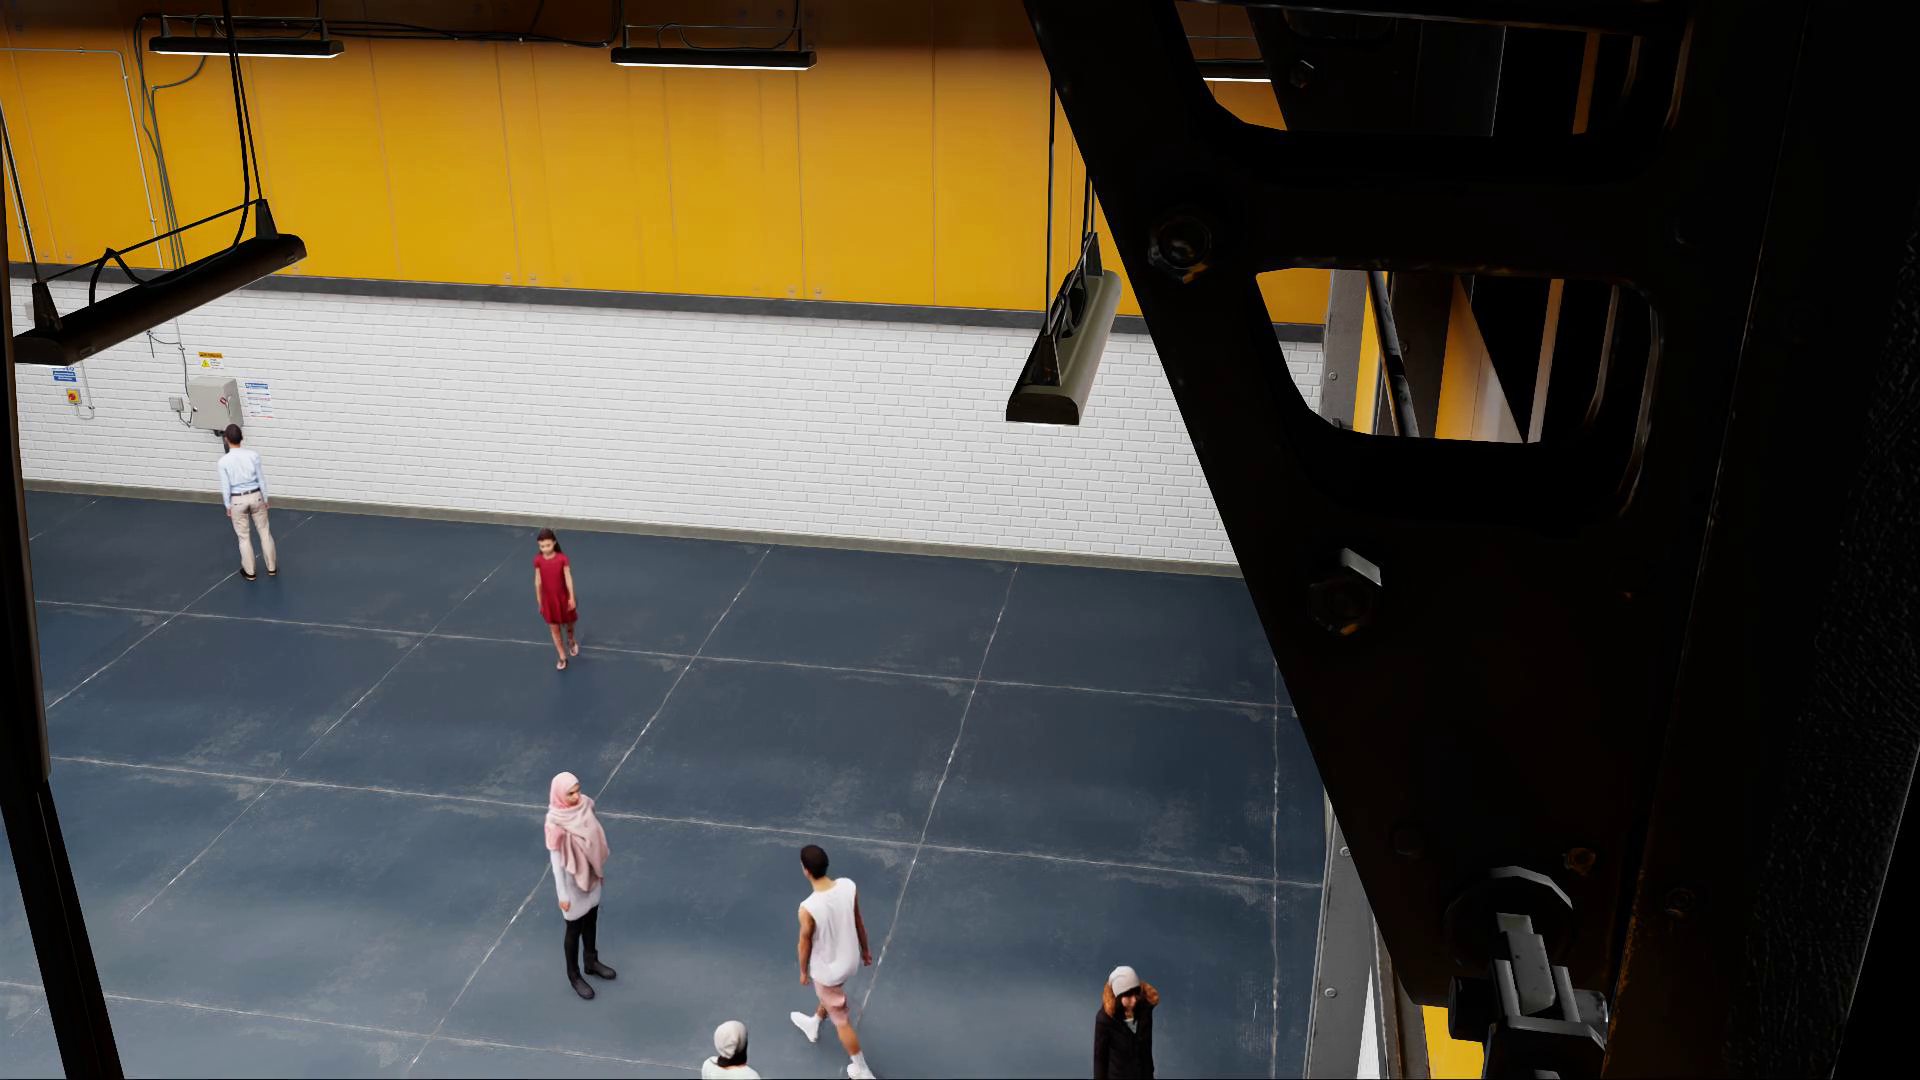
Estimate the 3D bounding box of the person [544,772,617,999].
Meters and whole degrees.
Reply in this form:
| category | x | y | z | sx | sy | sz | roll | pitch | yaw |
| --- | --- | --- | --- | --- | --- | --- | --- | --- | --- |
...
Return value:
| category | x | y | z | sx | sy | sz | roll | pitch | yaw |
| --- | --- | --- | --- | --- | --- | --- | --- | --- | --- |
| person | -2.812 | 2.509 | 12.232 | 0.764 | 1.804 | 0.640 | 12 | 26 | 25 |

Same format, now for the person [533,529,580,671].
| category | x | y | z | sx | sy | sz | roll | pitch | yaw |
| --- | --- | --- | --- | --- | --- | --- | --- | --- | --- |
| person | -4.120 | 0.552 | 17.040 | 0.659 | 1.539 | 0.790 | -3 | 24 | -6 |

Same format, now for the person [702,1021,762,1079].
| category | x | y | z | sx | sy | sz | roll | pitch | yaw |
| --- | --- | --- | --- | --- | --- | --- | --- | --- | --- |
| person | -1.334 | 3.566 | 10.014 | 0.620 | 1.644 | 0.583 | 11 | 26 | 23 |

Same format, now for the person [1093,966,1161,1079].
| category | x | y | z | sx | sy | sz | roll | pitch | yaw |
| --- | --- | --- | --- | --- | --- | --- | --- | --- | --- |
| person | 1.022 | 3.370 | 10.473 | 0.743 | 1.634 | 0.794 | -13 | 27 | -28 |

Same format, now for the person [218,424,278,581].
| category | x | y | z | sx | sy | sz | roll | pitch | yaw |
| --- | --- | --- | --- | --- | --- | --- | --- | --- | --- |
| person | -8.114 | -0.435 | 18.912 | 0.751 | 1.848 | 0.814 | -16 | 28 | -33 |

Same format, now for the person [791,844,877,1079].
| category | x | y | z | sx | sy | sz | roll | pitch | yaw |
| --- | --- | --- | --- | --- | --- | --- | --- | --- | --- |
| person | -0.810 | 2.952 | 11.325 | 1.215 | 1.717 | 1.168 | -22 | 32 | -40 |
